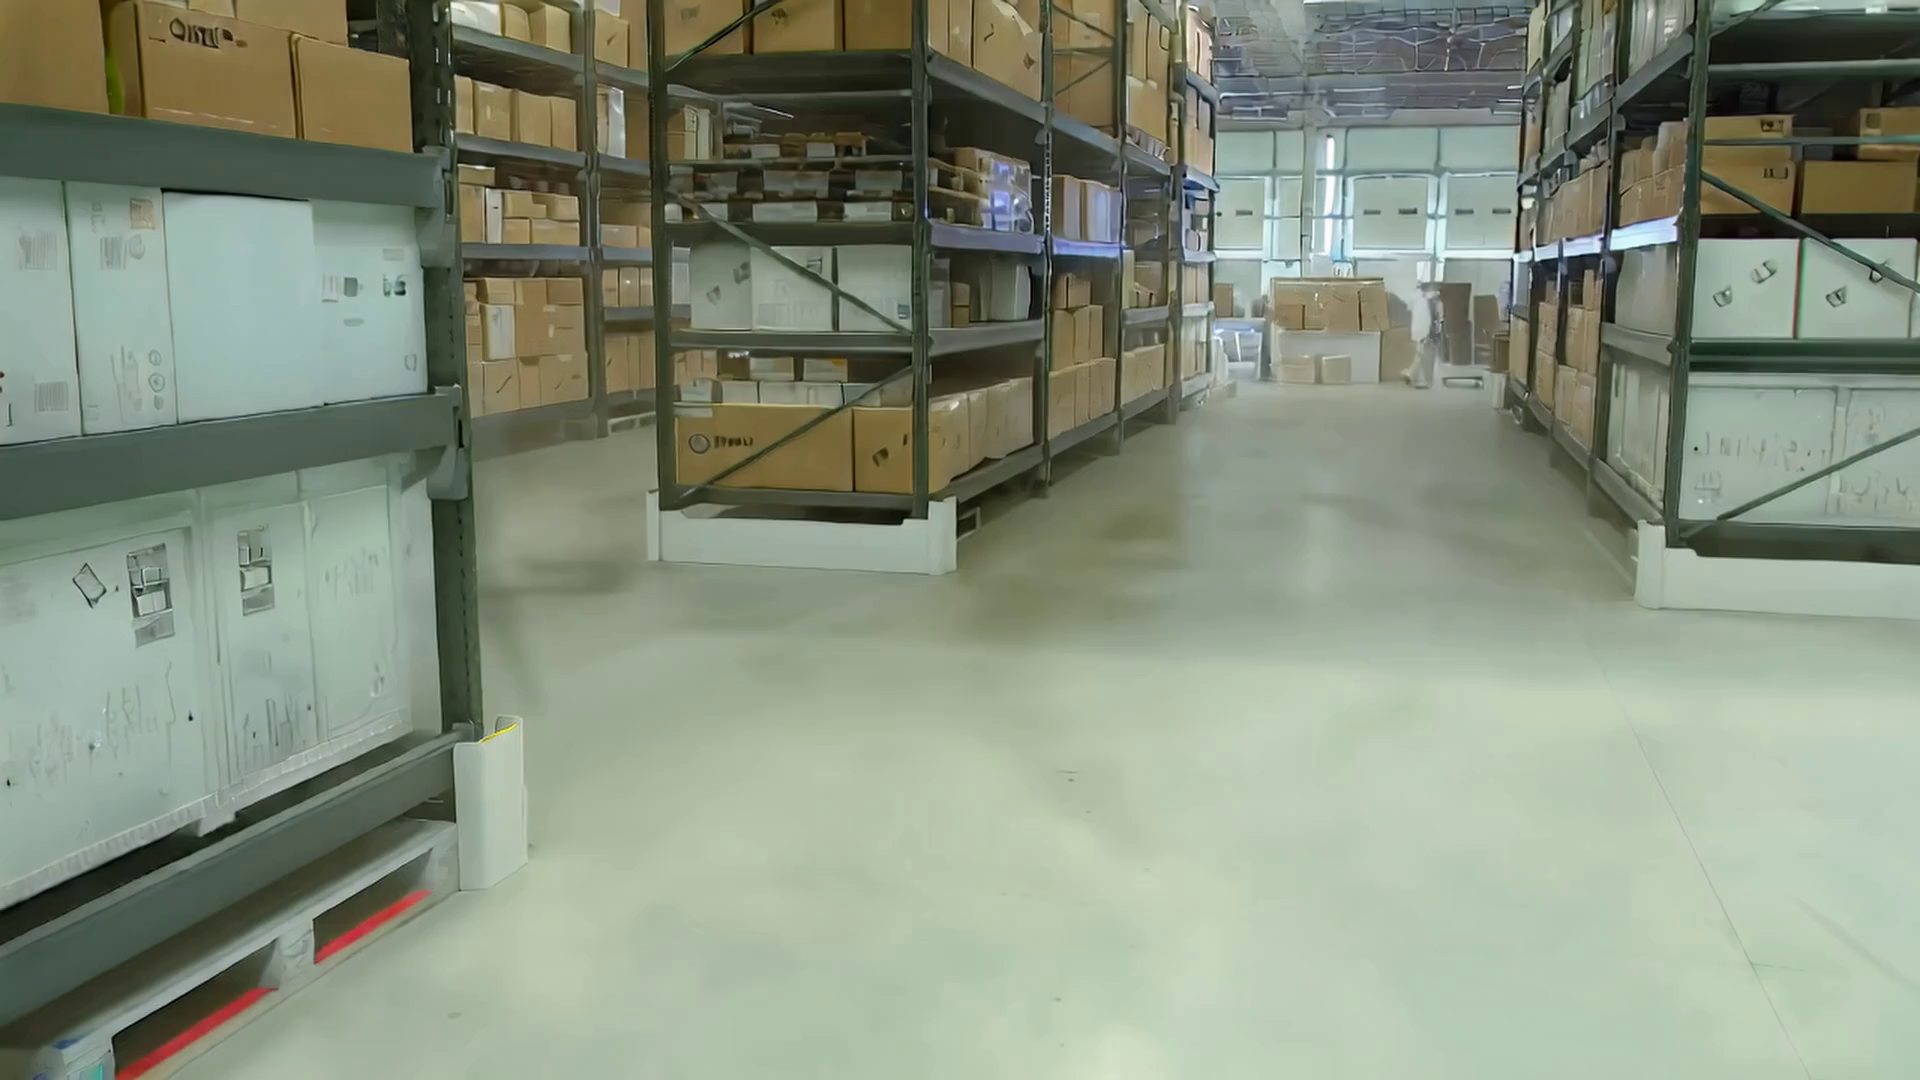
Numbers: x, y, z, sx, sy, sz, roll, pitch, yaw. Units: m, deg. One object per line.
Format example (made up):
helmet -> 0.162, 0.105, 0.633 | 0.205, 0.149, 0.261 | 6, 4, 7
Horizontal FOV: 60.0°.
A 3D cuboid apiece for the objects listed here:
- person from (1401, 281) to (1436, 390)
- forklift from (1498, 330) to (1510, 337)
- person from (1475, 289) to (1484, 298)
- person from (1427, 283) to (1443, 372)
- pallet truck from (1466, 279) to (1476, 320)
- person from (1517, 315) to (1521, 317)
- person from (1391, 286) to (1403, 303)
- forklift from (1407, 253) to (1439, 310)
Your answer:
person -> 8.311, -3.683, 30.057 | 0.508, 1.972, 0.614 | 0, 9, 2
forklift -> 10.330, -3.936, 28.776 | 1.873, 2.768, 1.129 | 2, 9, 15
person -> 17.330, -7.564, 55.616 | 0.476, 1.678, 0.542 | -5, 10, -29
person -> 9.765, -4.337, 34.361 | 0.553, 1.922, 0.441 | -8, 12, -40
pallet truck -> 18.896, -8.459, 60.307 | 1.885, 1.965, 0.823 | 5, 10, 31
person -> 14.140, -5.530, 41.892 | 0.631, 1.940, 0.372 | -7, 11, -36
person -> 9.666, -4.699, 36.913 | 0.429, 1.845, 0.621 | -1, 9, -7
forklift -> 14.972, -7.886, 53.875 | 1.129, 2.768, 1.873 | -3, 9, -19
